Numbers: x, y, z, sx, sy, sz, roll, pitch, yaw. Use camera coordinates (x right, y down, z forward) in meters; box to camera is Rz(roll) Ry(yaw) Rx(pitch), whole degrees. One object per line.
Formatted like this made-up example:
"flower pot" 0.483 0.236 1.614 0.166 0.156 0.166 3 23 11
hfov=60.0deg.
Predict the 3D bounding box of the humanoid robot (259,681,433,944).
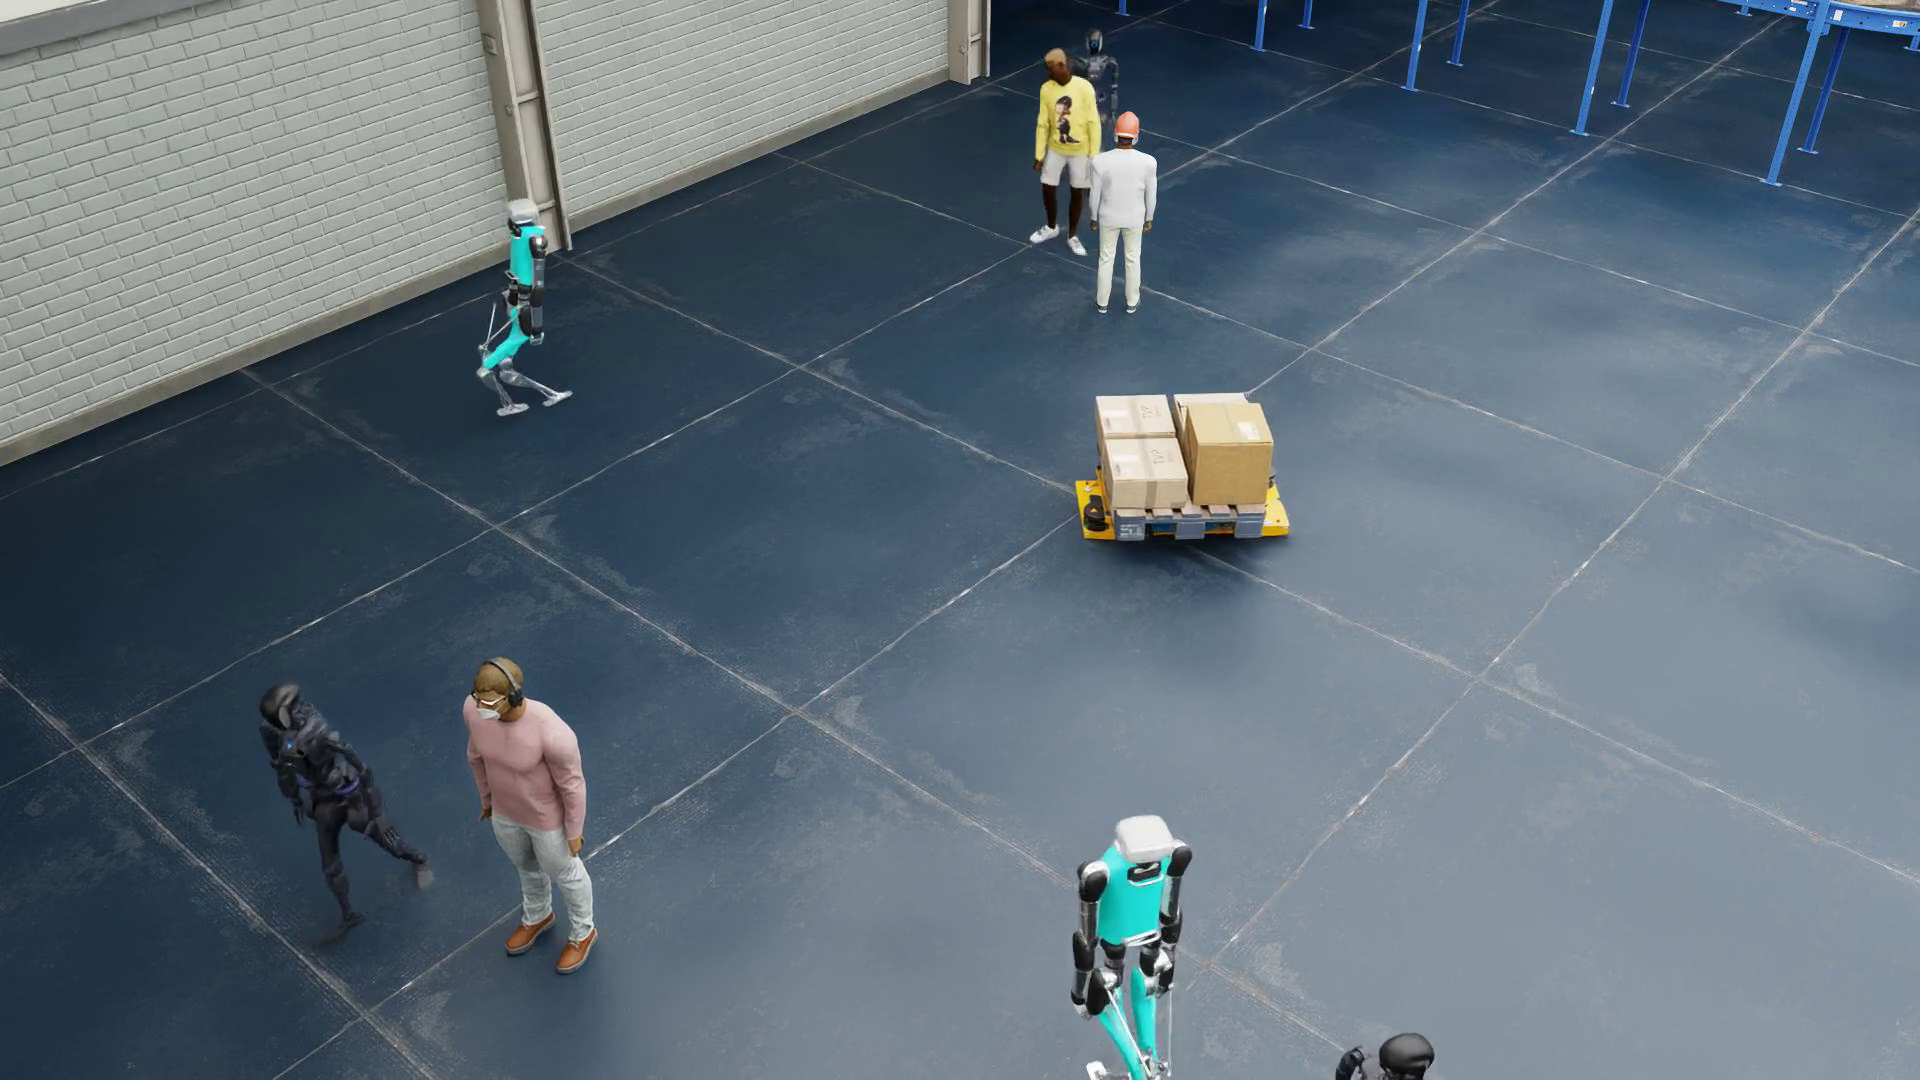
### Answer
"humanoid robot" -3.094 1.289 8.410 0.615 1.633 0.688 16 38 21

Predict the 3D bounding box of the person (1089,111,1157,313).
"person" 1.355 -2.734 13.946 0.562 1.751 0.329 2 36 3

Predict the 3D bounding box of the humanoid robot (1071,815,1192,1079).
"humanoid robot" 0.812 2.092 7.205 0.570 1.768 0.918 -9 36 -12

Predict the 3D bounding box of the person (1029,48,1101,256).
"person" 0.948 -3.489 14.921 0.665 1.869 0.360 11 37 15

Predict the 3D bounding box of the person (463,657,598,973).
"person" -2.082 1.325 8.090 0.630 1.938 0.363 16 39 21

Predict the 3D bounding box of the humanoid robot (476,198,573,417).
"humanoid robot" -3.389 -1.634 12.417 0.861 1.759 0.535 -21 40 -27

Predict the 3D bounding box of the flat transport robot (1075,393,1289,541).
"flat transport robot" 1.559 -0.271 11.769 1.431 0.231 0.659 -1 35 -2

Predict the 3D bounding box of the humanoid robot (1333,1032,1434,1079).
"humanoid robot" 1.598 2.533 6.629 0.433 1.641 0.614 -18 39 -23

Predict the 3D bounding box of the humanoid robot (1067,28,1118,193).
"humanoid robot" 1.224 -4.079 15.912 0.594 1.638 0.513 -6 36 -9
